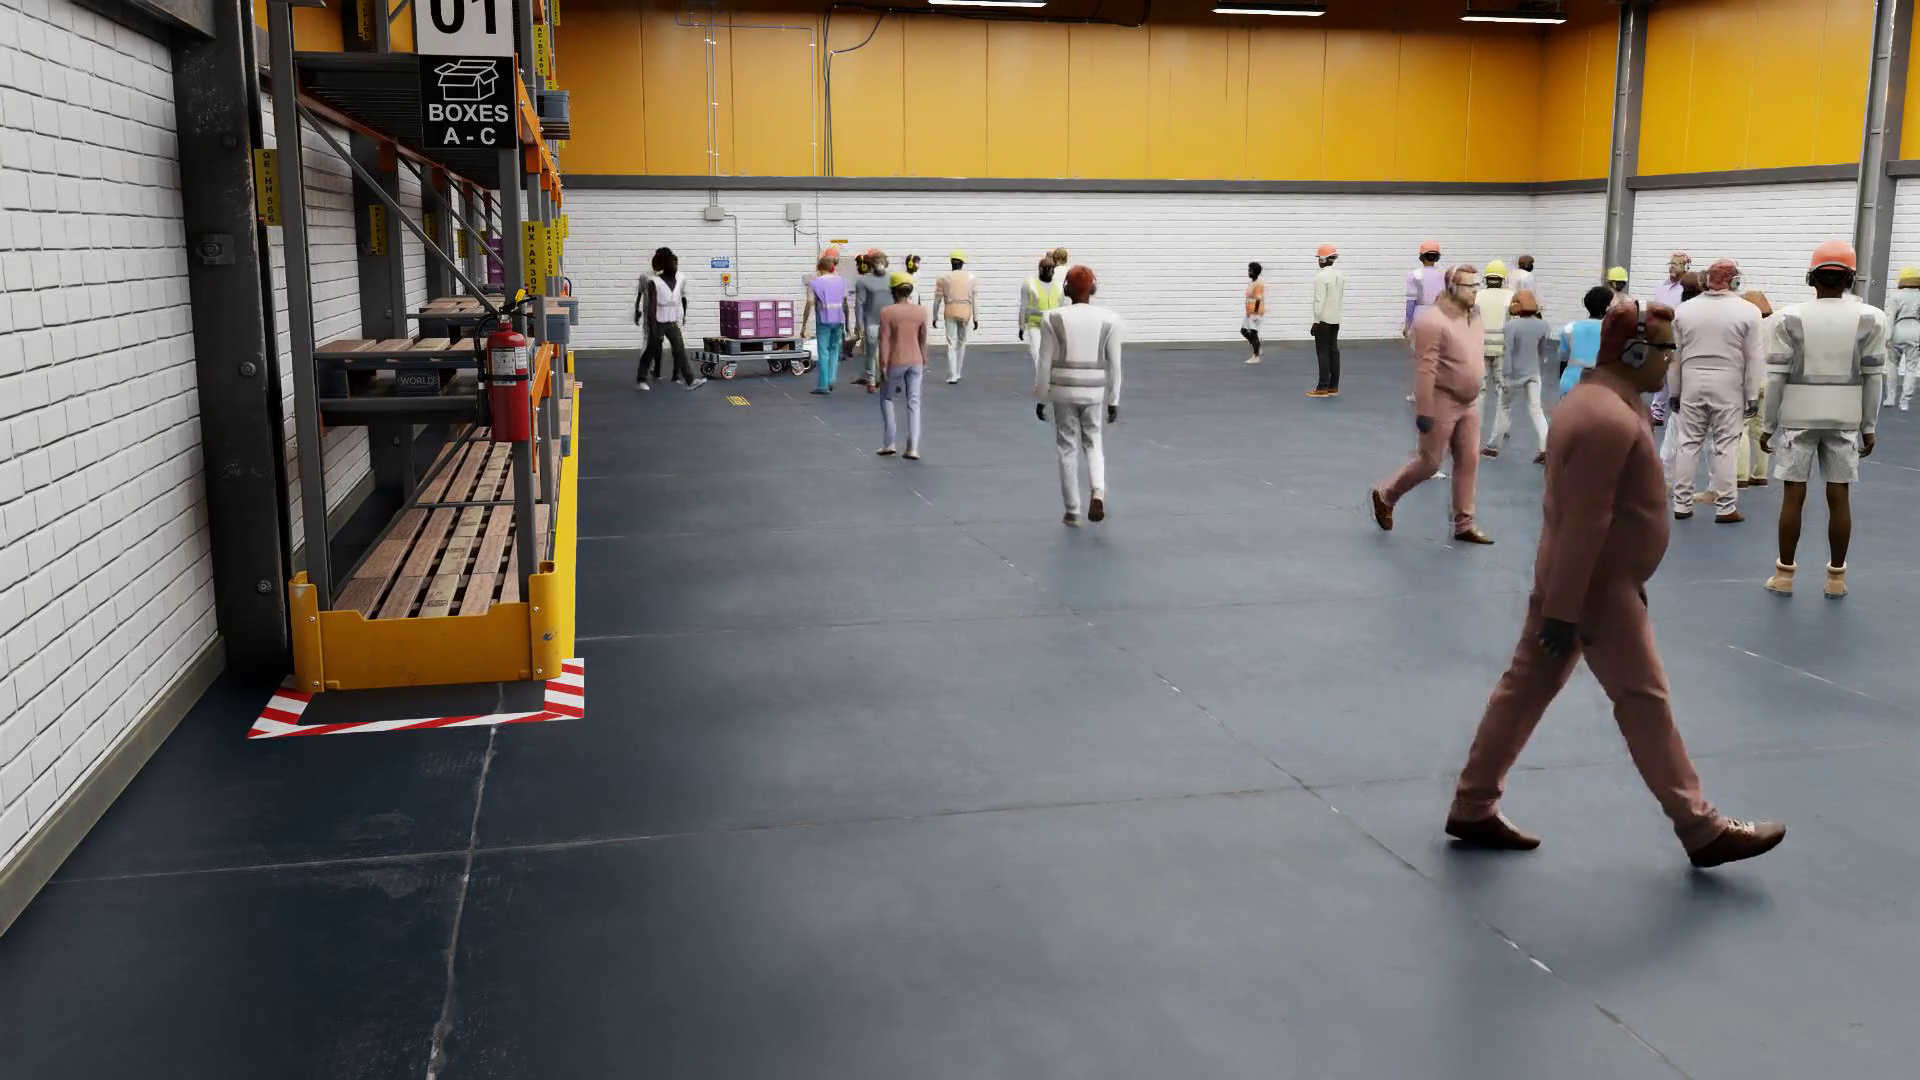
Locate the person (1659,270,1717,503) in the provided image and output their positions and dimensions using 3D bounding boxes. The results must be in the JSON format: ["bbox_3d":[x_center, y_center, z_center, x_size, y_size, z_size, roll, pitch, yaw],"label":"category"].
[{"bbox_3d":[5.616,-1.179,12.899,0.878,1.801,0.637,4,11,23],"label":"person"}]

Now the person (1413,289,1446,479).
[{"bbox_3d":[4.078,-1.314,14.136,0.527,1.622,0.409,-9,13,-40],"label":"person"}]

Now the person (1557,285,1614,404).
[{"bbox_3d":[4.987,-1.172,13.192,0.560,1.677,0.351,8,13,39],"label":"person"}]

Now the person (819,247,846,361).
[{"bbox_3d":[-2.233,-3.947,27.884,0.595,1.924,0.552,-6,12,-31],"label":"person"}]

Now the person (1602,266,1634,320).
[{"bbox_3d":[7.756,-2.402,19.876,0.534,1.733,0.851,-2,10,-9],"label":"person"}]

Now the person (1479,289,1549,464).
[{"bbox_3d":[5.174,-1.502,15.275,0.521,1.587,0.875,-4,11,-20],"label":"person"}]

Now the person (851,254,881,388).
[{"bbox_3d":[-1.312,-3.004,22.910,0.777,1.834,0.541,3,11,19],"label":"person"}]

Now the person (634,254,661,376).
[{"bbox_3d":[-4.584,-3.339,24.758,0.576,1.838,0.575,1,10,5],"label":"person"}]

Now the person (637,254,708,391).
[{"bbox_3d":[-3.955,-2.926,22.484,1.110,1.838,0.627,7,12,34],"label":"person"}]

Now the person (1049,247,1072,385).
[{"bbox_3d":[1.403,-3.099,23.158,0.630,1.938,0.366,-8,13,-38],"label":"person"}]

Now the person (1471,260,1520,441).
[{"bbox_3d":[5.399,-1.918,16.909,0.591,1.834,0.404,3,11,17],"label":"person"}]

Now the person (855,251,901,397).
[{"bbox_3d":[-1.054,-2.825,21.794,0.654,1.878,1.040,-3,11,-15],"label":"person"}]

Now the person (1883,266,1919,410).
[{"bbox_3d":[11.440,-2.443,20.130,0.499,1.708,0.714,3,11,19],"label":"person"}]

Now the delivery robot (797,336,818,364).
[{"bbox_3d":[-2.256,-2.929,25.793,0.707,0.478,0.477,-5,11,-24],"label":"delivery robot"}]

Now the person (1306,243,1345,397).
[{"bbox_3d":[4.758,-2.857,21.660,0.393,1.992,0.622,9,14,41],"label":"person"}]

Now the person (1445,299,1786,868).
[{"bbox_3d":[2.123,0.153,5.398,1.061,1.840,0.654,2,10,12],"label":"person"}]

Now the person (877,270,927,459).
[{"bbox_3d":[-0.567,-1.640,15.581,0.547,1.743,0.635,-5,12,-28],"label":"person"}]

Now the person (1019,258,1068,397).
[{"bbox_3d":[1.130,-2.761,21.689,0.649,1.787,0.963,-3,11,-18],"label":"person"}]

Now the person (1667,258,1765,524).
[{"bbox_3d":[5.464,-1.075,12.038,0.652,1.906,0.403,9,14,41],"label":"person"}]

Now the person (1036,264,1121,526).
[{"bbox_3d":[0.836,-1.008,11.771,0.580,1.868,0.474,-1,10,-7],"label":"person"}]

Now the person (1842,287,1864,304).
[{"bbox_3d":[11.058,-2.529,20.886,0.545,1.604,0.794,8,13,39],"label":"person"}]

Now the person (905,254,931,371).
[{"bbox_3d":[-0.848,-3.562,26.077,0.866,1.826,0.494,4,11,23],"label":"person"}]

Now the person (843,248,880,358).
[{"bbox_3d":[-1.561,-3.967,28.072,0.783,1.912,0.550,-1,10,-8],"label":"person"}]

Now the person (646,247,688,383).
[{"bbox_3d":[-4.228,-3.236,23.944,0.610,1.926,0.934,-4,11,-20],"label":"person"}]

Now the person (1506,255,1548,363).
[{"bbox_3d":[9.066,-3.680,26.806,0.978,1.795,0.620,-1,10,-7],"label":"person"}]

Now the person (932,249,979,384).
[{"bbox_3d":[-0.064,-3.183,23.733,0.642,1.891,0.782,-2,10,-9],"label":"person"}]

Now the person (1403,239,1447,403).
[{"bbox_3d":[5.843,-2.730,20.822,0.605,2.045,0.380,-1,10,-7],"label":"person"}]

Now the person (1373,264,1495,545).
[{"bbox_3d":[3.258,-0.930,11.304,0.655,1.887,0.798,-8,13,-37],"label":"person"}]

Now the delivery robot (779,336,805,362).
[{"bbox_3d":[-2.677,-2.981,26.082,0.707,0.478,0.477,-9,13,-41],"label":"delivery robot"}]

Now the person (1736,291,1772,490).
[{"bbox_3d":[6.478,-1.224,13.648,0.505,1.628,0.276,-6,12,-30],"label":"person"}]

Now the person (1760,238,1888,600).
[{"bbox_3d":[4.884,-0.679,9.460,0.604,2.044,0.375,4,11,19],"label":"person"}]

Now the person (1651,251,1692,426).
[{"bbox_3d":[7.720,-2.159,18.031,0.410,1.913,0.643,-6,12,-29],"label":"person"}]

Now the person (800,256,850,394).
[{"bbox_3d":[-1.795,-2.846,22.083,0.650,1.826,0.550,-7,12,-33],"label":"person"}]

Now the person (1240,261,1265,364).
[{"bbox_3d":[4.816,-3.721,27.319,0.370,1.676,0.547,-1,10,-6],"label":"person"}]

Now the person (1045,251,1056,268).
[{"bbox_3d":[1.605,-3.902,27.830,0.698,1.861,0.588,-3,11,-18],"label":"person"}]
